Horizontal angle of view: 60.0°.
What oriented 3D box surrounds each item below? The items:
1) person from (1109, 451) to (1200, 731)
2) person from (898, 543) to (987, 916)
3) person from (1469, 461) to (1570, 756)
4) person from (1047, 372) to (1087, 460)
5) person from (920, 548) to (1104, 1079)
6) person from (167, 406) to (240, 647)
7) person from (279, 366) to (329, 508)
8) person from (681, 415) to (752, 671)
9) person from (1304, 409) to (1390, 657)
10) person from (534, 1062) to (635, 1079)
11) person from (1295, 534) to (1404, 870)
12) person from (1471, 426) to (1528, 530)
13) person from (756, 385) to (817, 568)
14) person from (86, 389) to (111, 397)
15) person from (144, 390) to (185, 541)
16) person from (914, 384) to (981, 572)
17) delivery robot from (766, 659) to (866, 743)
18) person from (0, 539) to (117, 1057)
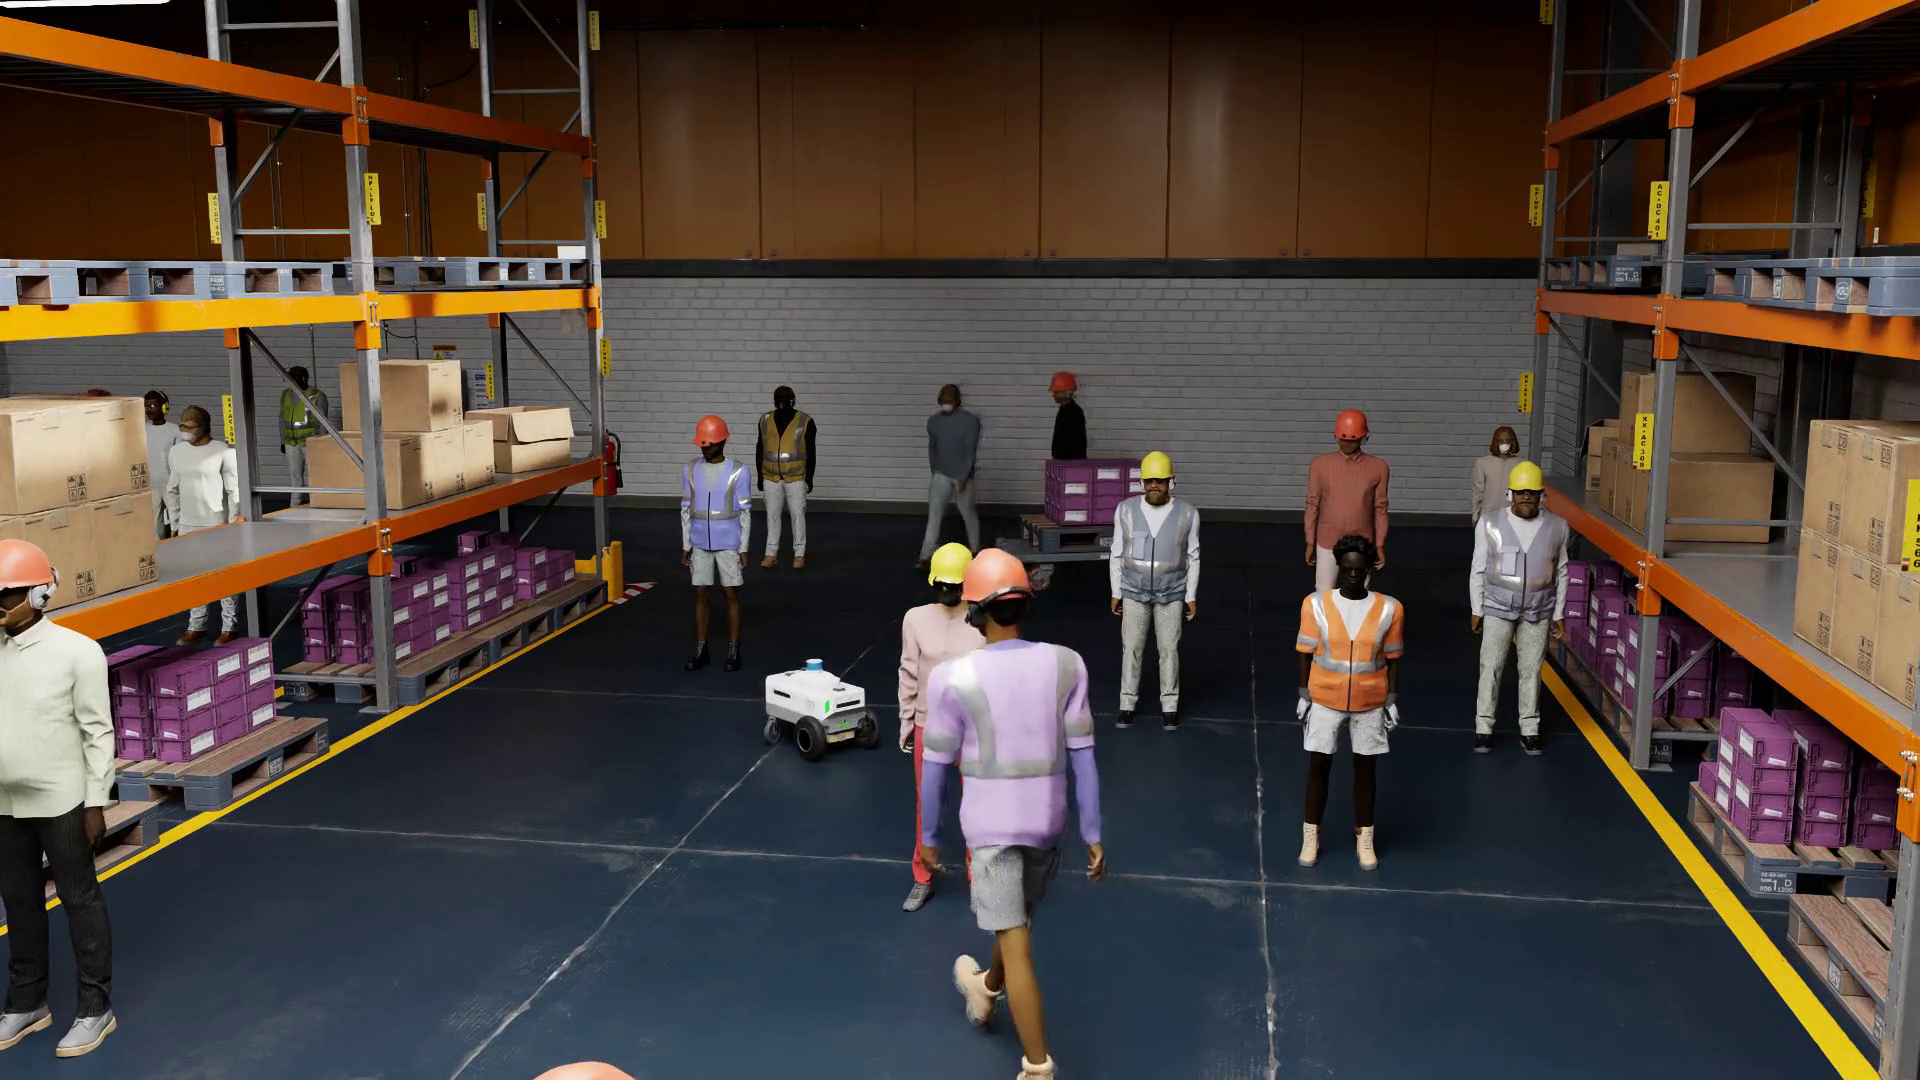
[{"bbox_3d":[1.262,0.332,10.833,0.588,1.835,0.403,2,9,10],"label":"person"},{"bbox_3d":[-0.035,0.875,7.723,0.524,1.760,0.328,2,9,10],"label":"person"},{"bbox_3d":[3.451,0.422,10.279,0.588,1.835,0.403,2,9,10],"label":"person"},{"bbox_3d":[1.141,-0.745,17.053,0.542,1.967,0.650,-2,9,-10],"label":"person"},{"bbox_3d":[0.152,1.020,6.140,0.622,1.975,1.080,-4,10,-21],"label":"person"},{"bbox_3d":[-6.003,-0.106,13.236,0.627,1.934,0.370,2,9,10],"label":"person"},{"bbox_3d":[-7.983,-1.189,20.193,0.620,1.845,0.429,2,9,10],"label":"person"},{"bbox_3d":[-1.829,0.029,12.419,0.543,1.928,0.374,2,9,10],"label":"person"},{"bbox_3d":[2.848,0.022,12.286,0.610,1.985,0.393,2,9,10],"label":"person"},{"bbox_3d":[-0.516,1.653,2.403,0.543,1.928,0.374,2,9,10],"label":"person"},{"bbox_3d":[1.941,0.807,8.324,0.531,1.698,0.320,2,9,10],"label":"person"},{"bbox_3d":[4.769,-0.194,14.695,0.499,1.634,0.278,2,9,10],"label":"person"},{"bbox_3d":[-1.765,-0.634,16.769,0.620,1.845,0.429,2,9,10],"label":"person"},{"bbox_3d":[-8.420,-0.526,16.051,0.699,1.859,0.608,-5,10,-27],"label":"person"},{"bbox_3d":[-7.553,-0.484,15.757,0.520,1.874,0.327,2,9,10],"label":"person"},{"bbox_3d":[-0.082,-0.628,16.682,0.616,1.878,1.021,5,10,26],"label":"person"},{"bbox_3d":[-0.910,0.989,10.427,0.477,0.478,0.707,-8,12,-40],"label":"delivery robot"},{"bbox_3d":[-3.526,0.979,6.345,0.610,1.996,0.378,2,9,10],"label":"person"}]
